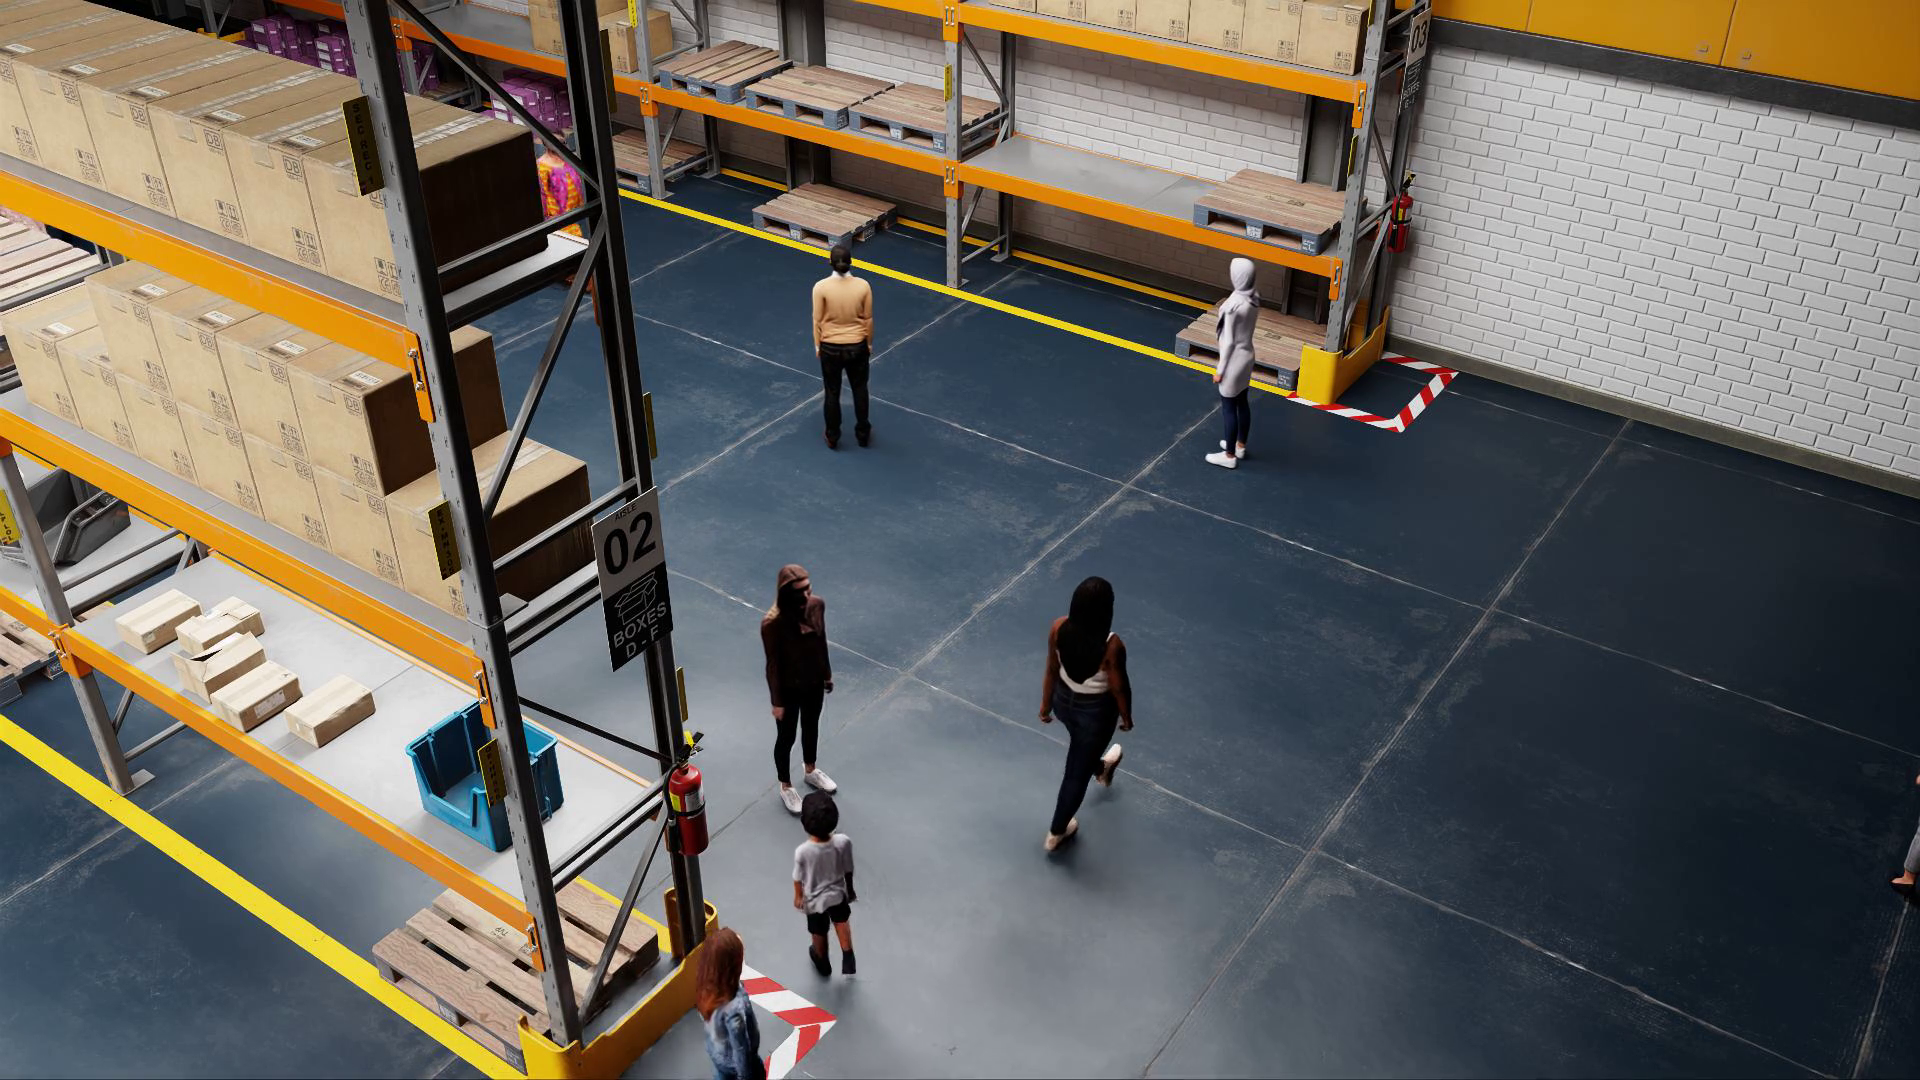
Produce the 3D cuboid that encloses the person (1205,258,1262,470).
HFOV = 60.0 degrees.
[{"bbox_3d":[2.204,-1.405,13.235,0.547,1.775,0.624,24,40,31],"label":"person"}]

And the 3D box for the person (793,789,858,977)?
[{"bbox_3d":[-0.697,1.874,8.776,0.621,1.250,0.702,-15,37,-22],"label":"person"}]

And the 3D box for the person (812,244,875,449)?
[{"bbox_3d":[-0.947,-1.564,13.493,0.747,1.753,0.799,-7,34,-10],"label":"person"}]

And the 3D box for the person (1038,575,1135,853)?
[{"bbox_3d":[0.663,1.045,9.555,1.065,1.768,0.760,23,40,31],"label":"person"}]

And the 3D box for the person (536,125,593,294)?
[{"bbox_3d":[-3.882,-3.236,16.079,1.182,1.676,0.765,16,37,23],"label":"person"}]

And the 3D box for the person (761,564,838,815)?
[{"bbox_3d":[-0.966,0.854,9.900,0.638,1.704,0.559,-29,43,-36],"label":"person"}]

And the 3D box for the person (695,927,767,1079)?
[{"bbox_3d":[-1.137,2.402,7.789,0.807,1.463,0.849,-18,38,-25],"label":"person"}]
